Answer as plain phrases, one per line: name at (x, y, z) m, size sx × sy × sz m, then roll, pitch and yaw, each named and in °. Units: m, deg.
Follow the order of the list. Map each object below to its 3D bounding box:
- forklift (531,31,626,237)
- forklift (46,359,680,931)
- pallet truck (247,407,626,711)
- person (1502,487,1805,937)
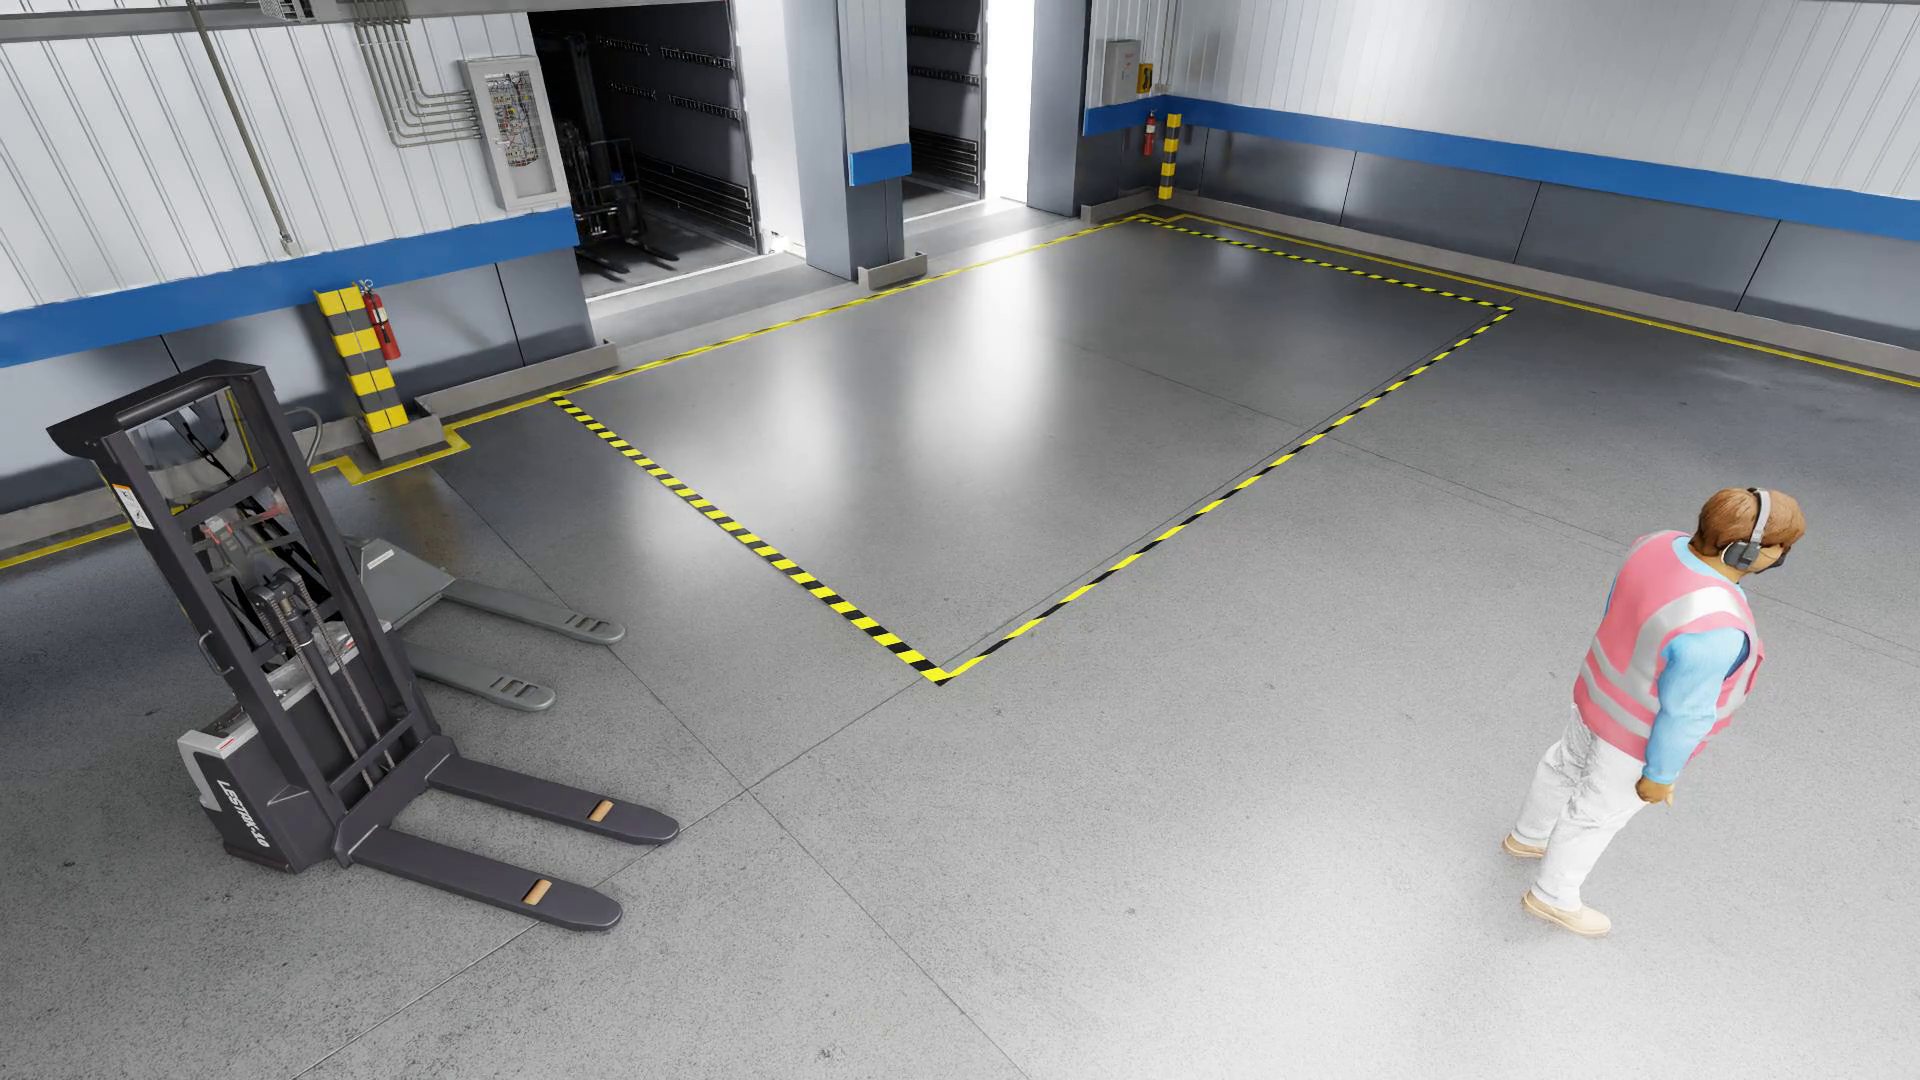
forklift at (-4.956, -4.694, 10.551) m, size 2.680 × 2.036 × 1.157 m, roll 29°, pitch 44°, yaw 36°
forklift at (-2.135, 0.422, 3.354) m, size 1.885 × 1.965 × 0.823 m, roll 10°, pitch 35°, yaw 14°
pallet truck at (-2.628, 0.038, 4.590) m, size 1.601 × 1.201 × 0.680 m, roll 12°, pitch 36°, yaw 18°
person at (2.367, 0.622, 3.197) m, size 0.429 × 1.844 × 0.623 m, roll 8°, pitch 35°, yaw 12°
